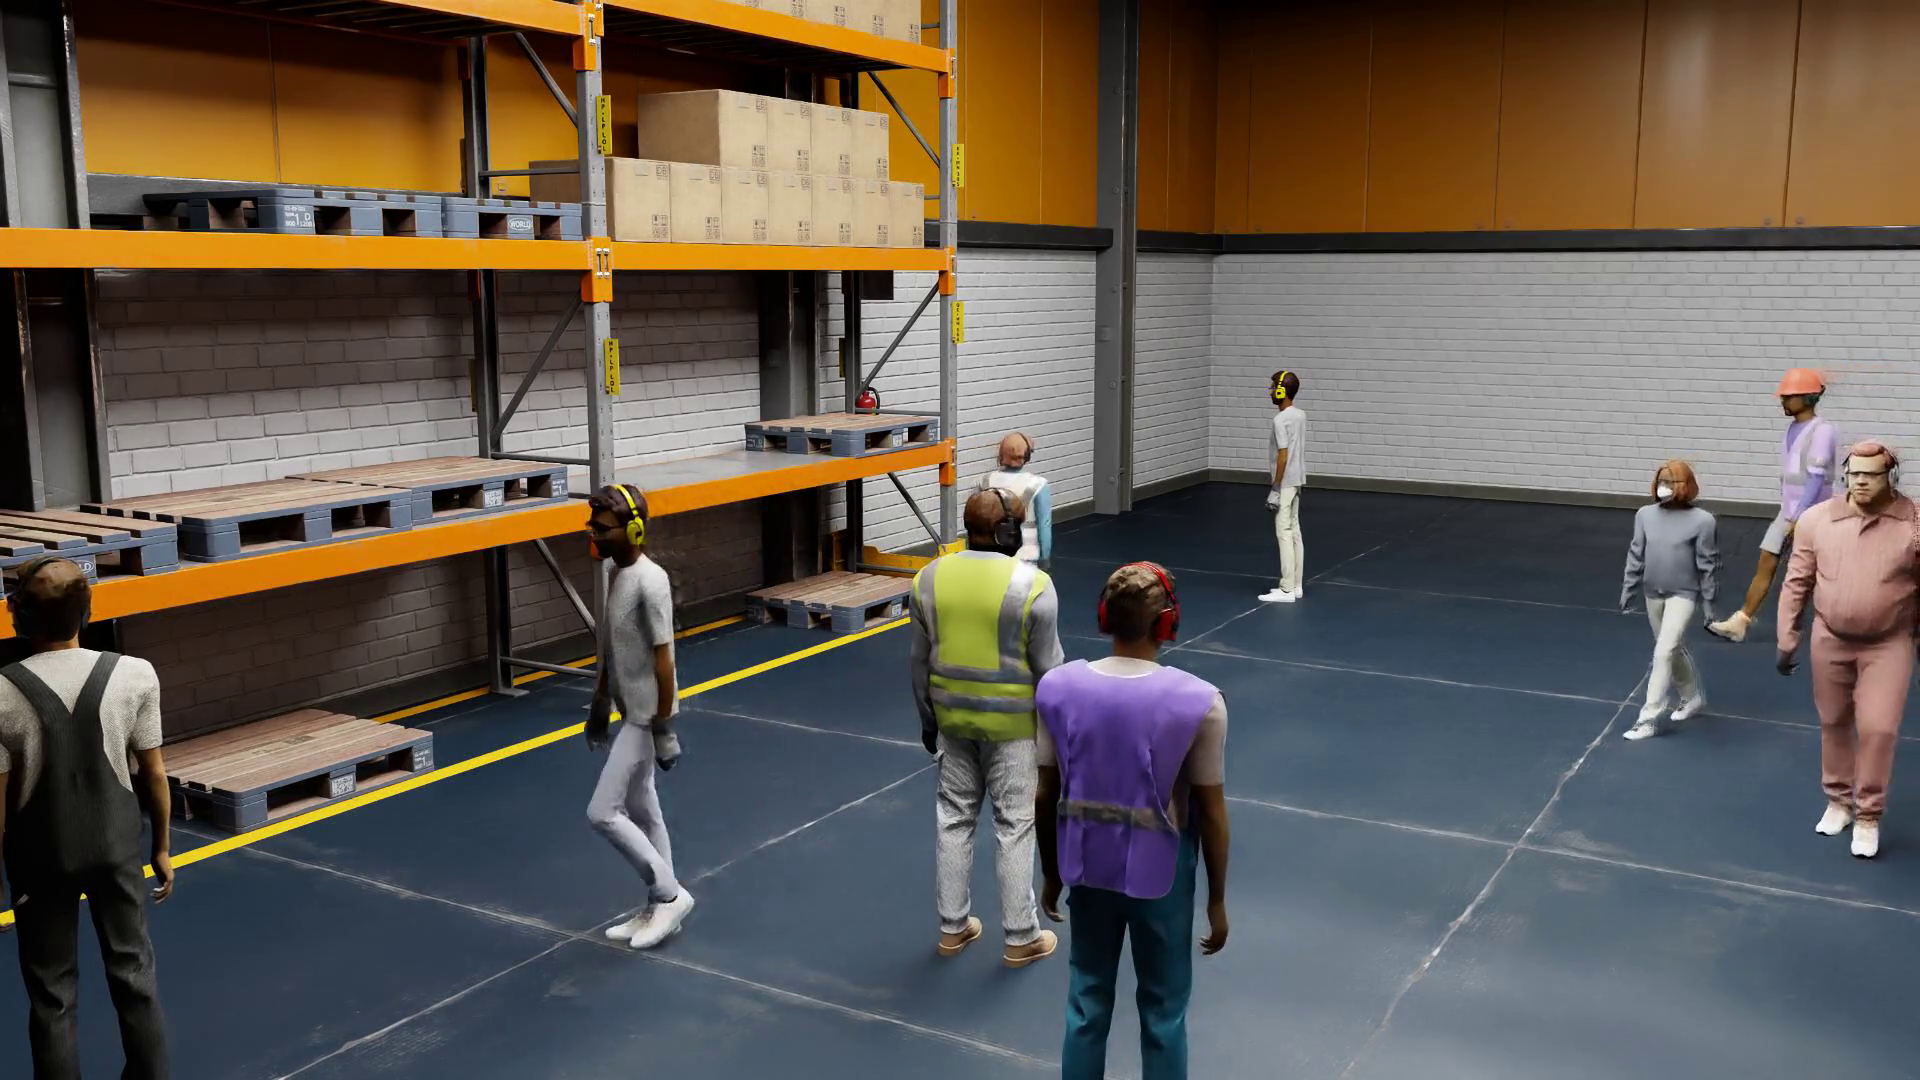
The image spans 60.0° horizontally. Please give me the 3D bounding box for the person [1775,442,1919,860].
[{"bbox_3d":[4.100,0.494,7.634,0.676,1.880,0.736,8,12,41],"label":"person"}]

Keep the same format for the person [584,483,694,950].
[{"bbox_3d":[-1.289,0.691,6.514,0.428,1.848,0.531,-3,10,-19],"label":"person"}]

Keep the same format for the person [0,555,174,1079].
[{"bbox_3d":[-2.588,0.952,4.880,0.513,1.846,0.334,-7,12,-38],"label":"person"}]

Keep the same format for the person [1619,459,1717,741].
[{"bbox_3d":[4.123,0.319,9.611,0.841,1.597,0.509,-6,11,-33],"label":"person"}]

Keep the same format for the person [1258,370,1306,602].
[{"bbox_3d":[2.614,-0.428,13.422,0.330,1.872,0.512,6,11,32],"label":"person"}]

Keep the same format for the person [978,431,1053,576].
[{"bbox_3d":[0.334,0.117,10.768,0.521,1.630,0.415,5,10,28],"label":"person"}]

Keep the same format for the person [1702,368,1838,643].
[{"bbox_3d":[5.908,-0.210,11.725,1.069,1.986,0.630,0,9,-3],"label":"person"}]

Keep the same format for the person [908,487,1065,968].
[{"bbox_3d":[0.121,0.713,6.401,0.629,1.840,0.429,5,10,28],"label":"person"}]

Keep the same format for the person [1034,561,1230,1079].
[{"bbox_3d":[0.479,0.980,4.722,0.571,1.840,0.373,4,10,26],"label":"person"}]
